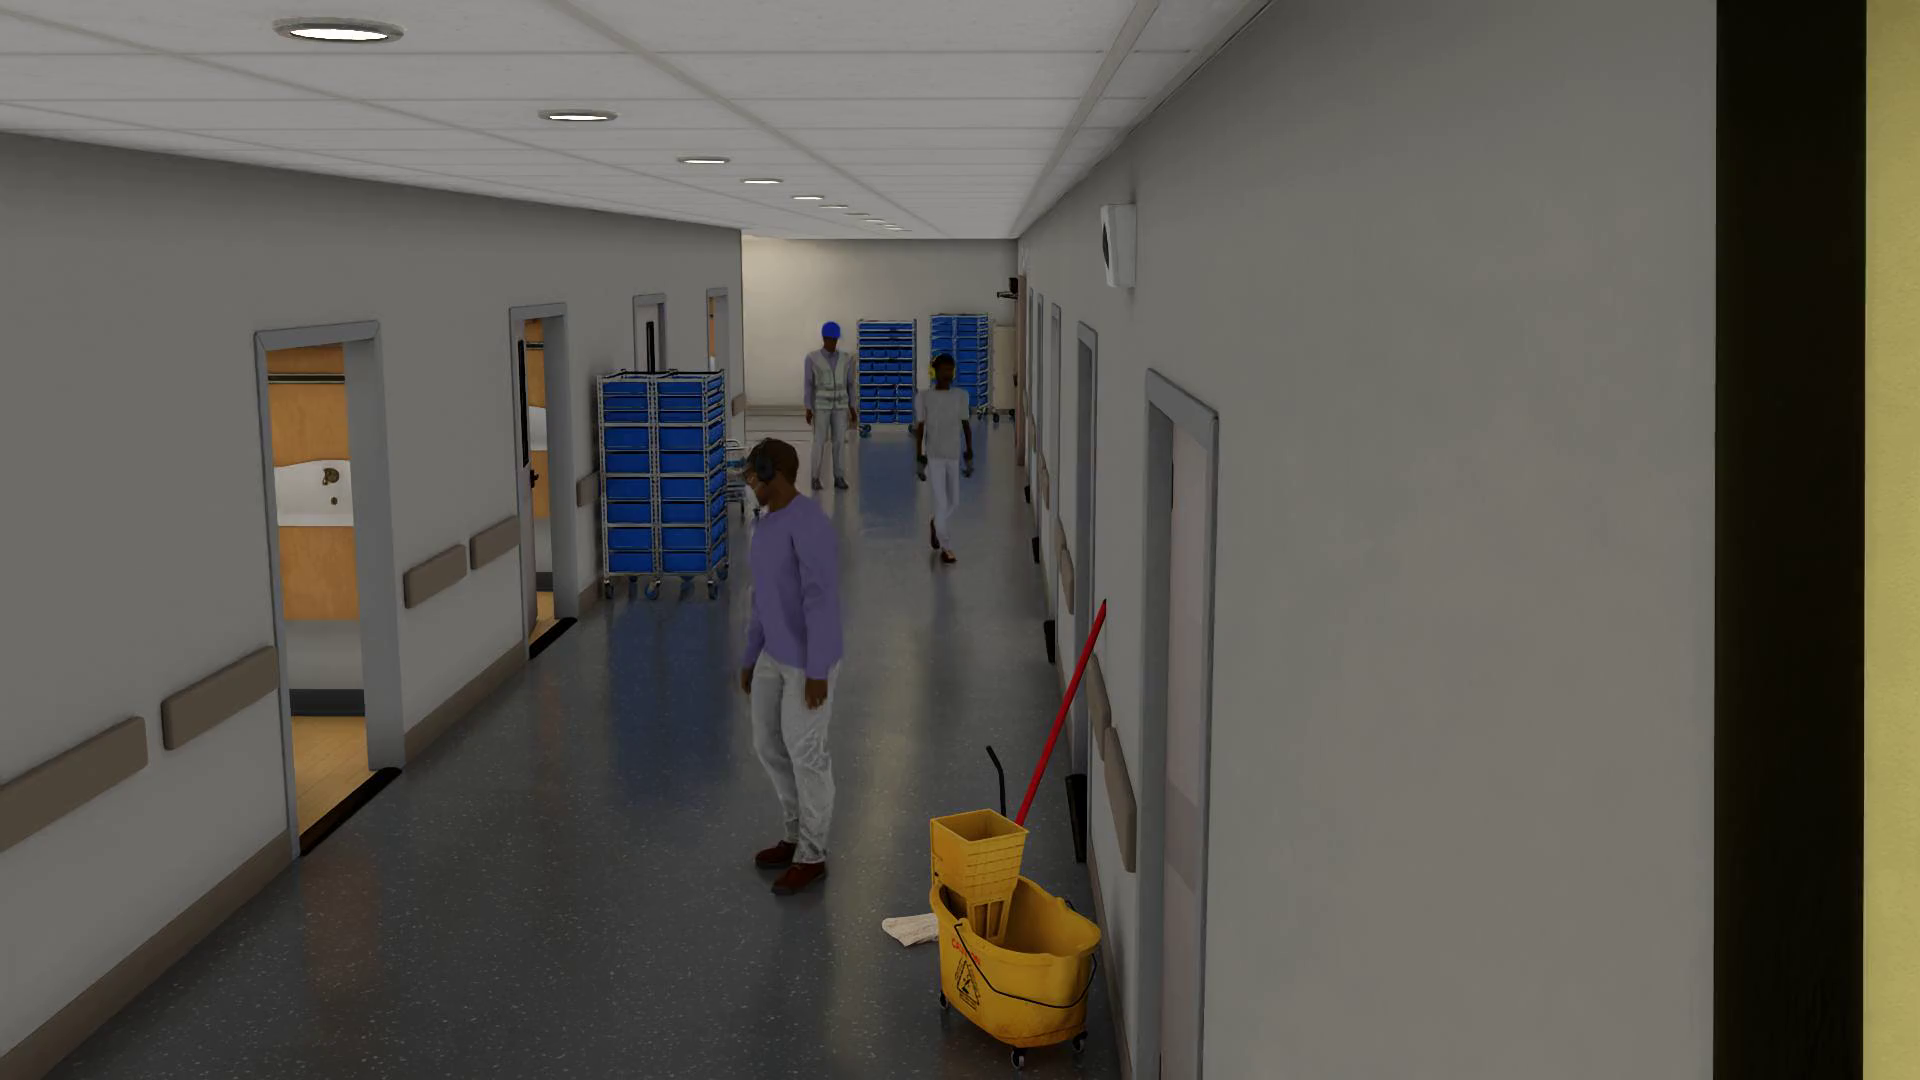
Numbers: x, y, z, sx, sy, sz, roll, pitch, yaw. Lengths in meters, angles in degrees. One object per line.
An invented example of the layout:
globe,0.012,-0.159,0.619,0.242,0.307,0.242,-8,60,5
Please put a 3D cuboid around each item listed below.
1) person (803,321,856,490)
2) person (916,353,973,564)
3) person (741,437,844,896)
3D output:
person,-1.509,-1.556,19.275,0.617,1.944,0.405,-4,10,-25
person,-0.155,-0.746,14.738,0.523,1.846,0.808,-3,10,-20
person,-0.675,0.528,6.970,0.400,1.899,0.677,-6,11,-32
